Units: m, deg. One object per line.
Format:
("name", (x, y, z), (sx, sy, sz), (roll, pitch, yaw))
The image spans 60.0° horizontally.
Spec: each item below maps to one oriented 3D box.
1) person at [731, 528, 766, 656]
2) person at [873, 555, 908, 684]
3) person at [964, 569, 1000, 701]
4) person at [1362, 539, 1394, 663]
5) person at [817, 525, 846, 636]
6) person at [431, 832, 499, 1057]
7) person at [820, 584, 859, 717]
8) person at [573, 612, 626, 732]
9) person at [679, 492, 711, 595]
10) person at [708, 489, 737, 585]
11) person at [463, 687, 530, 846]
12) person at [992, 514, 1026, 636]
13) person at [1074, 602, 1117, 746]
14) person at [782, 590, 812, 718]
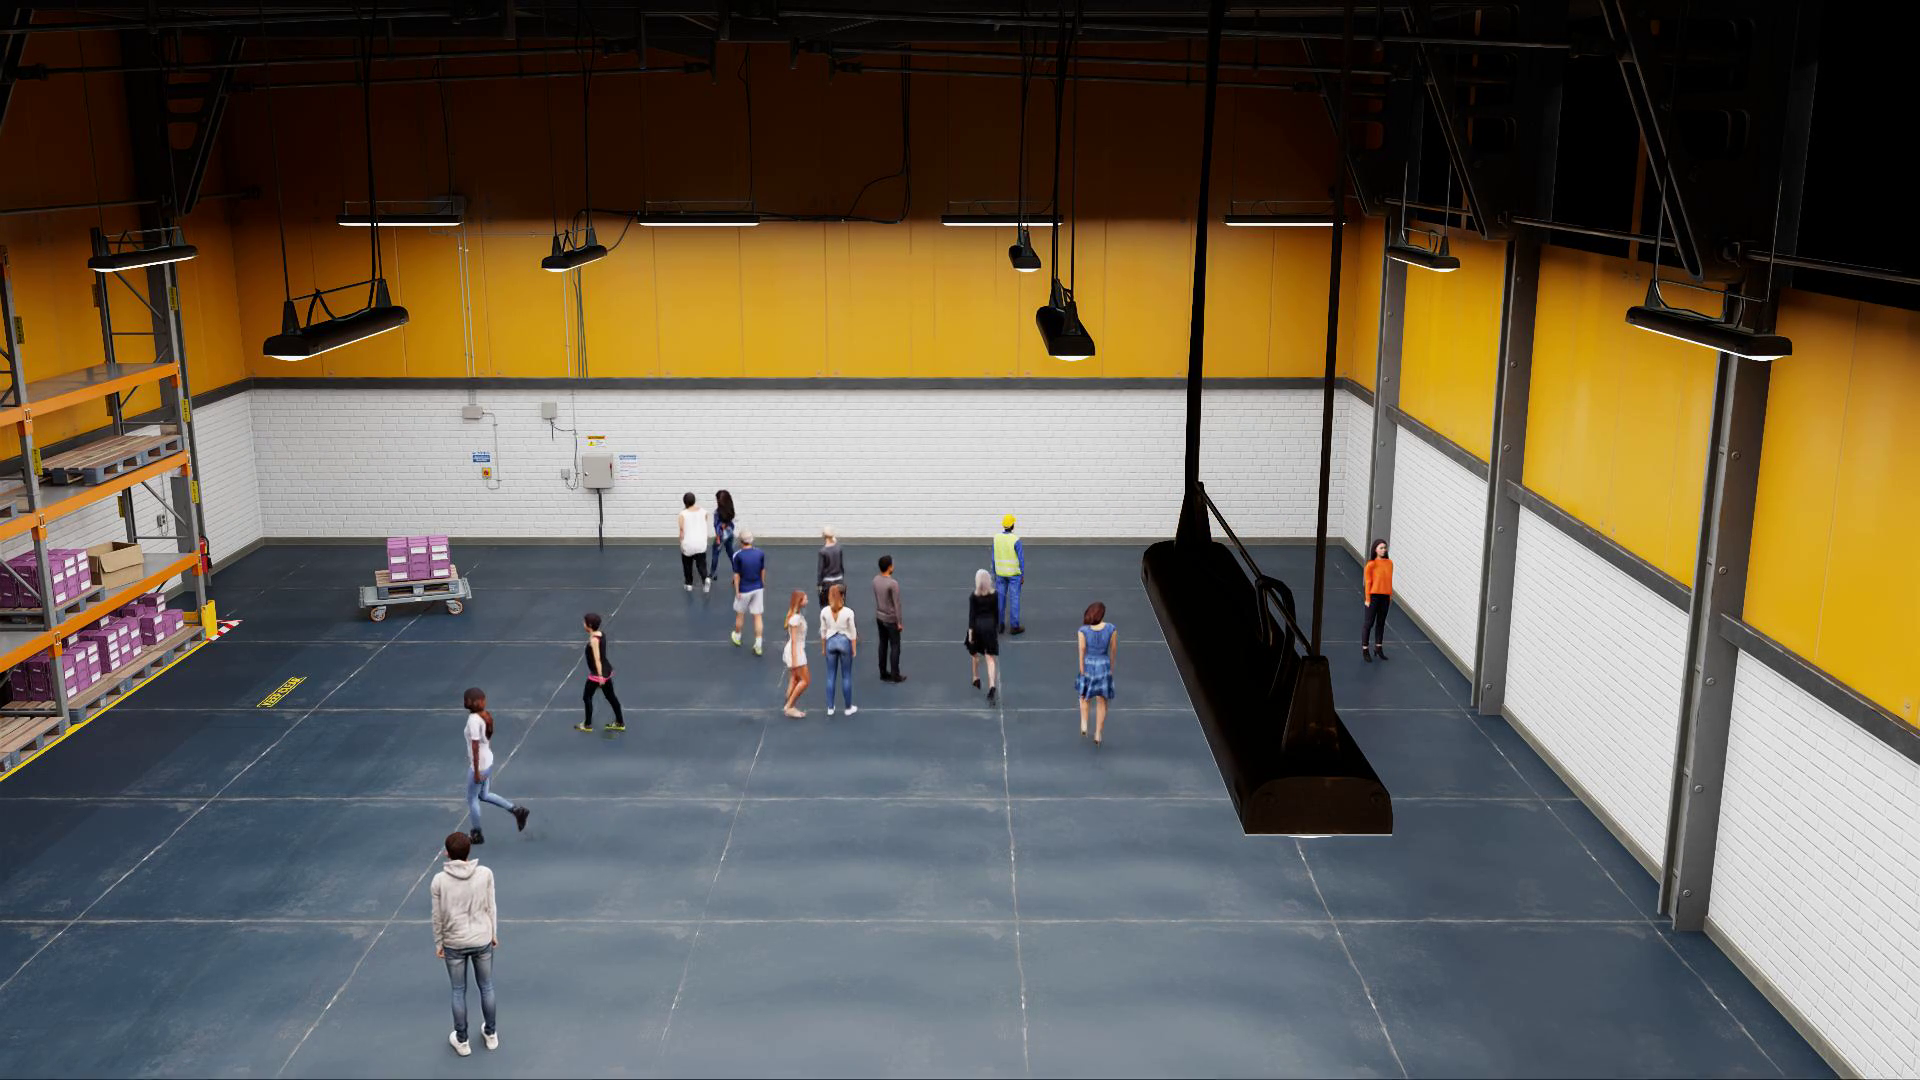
("person", (-2.969, 0.749, 23.791), (0.895, 1.802, 1.129), (-6, 15, -22))
("person", (-1.020, 1.068, 22.552), (0.752, 1.765, 0.809), (8, 16, 30))
("person", (0.352, 1.273, 21.835), (0.847, 1.703, 1.228), (-5, 14, -20))
("person", (5.906, 0.834, 23.555), (0.700, 1.748, 0.696), (-6, 15, -24))
("person", (-1.855, 0.628, 24.484), (0.890, 1.710, 1.015), (-9, 16, -33))
("person", (-3.970, 3.236, 13.417), (0.745, 1.851, 0.733), (-6, 15, -24))
("person", (-1.555, 1.397, 21.291), (0.651, 1.719, 0.577), (3, 14, 11))
("person", (-4.409, 1.658, 20.636), (0.658, 1.521, 0.790), (1, 14, 5))
("person", (-4.291, 0.074, 26.881), (0.948, 1.660, 1.134), (-7, 15, -26))
("person", (-3.830, -0.024, 27.438), (1.029, 1.589, 1.003), (10, 17, 36))
("person", (-4.915, 2.363, 17.338), (0.718, 1.703, 0.914), (-2, 14, -7))
("person", (0.715, 0.500, 24.794), (0.740, 1.813, 0.715), (5, 15, 21))
("person", (1.668, 1.649, 20.112), (0.642, 1.785, 0.744), (0, 14, 0))
("person", (-2.163, 1.460, 21.105), (0.677, 1.686, 0.526), (-1, 14, -5))
